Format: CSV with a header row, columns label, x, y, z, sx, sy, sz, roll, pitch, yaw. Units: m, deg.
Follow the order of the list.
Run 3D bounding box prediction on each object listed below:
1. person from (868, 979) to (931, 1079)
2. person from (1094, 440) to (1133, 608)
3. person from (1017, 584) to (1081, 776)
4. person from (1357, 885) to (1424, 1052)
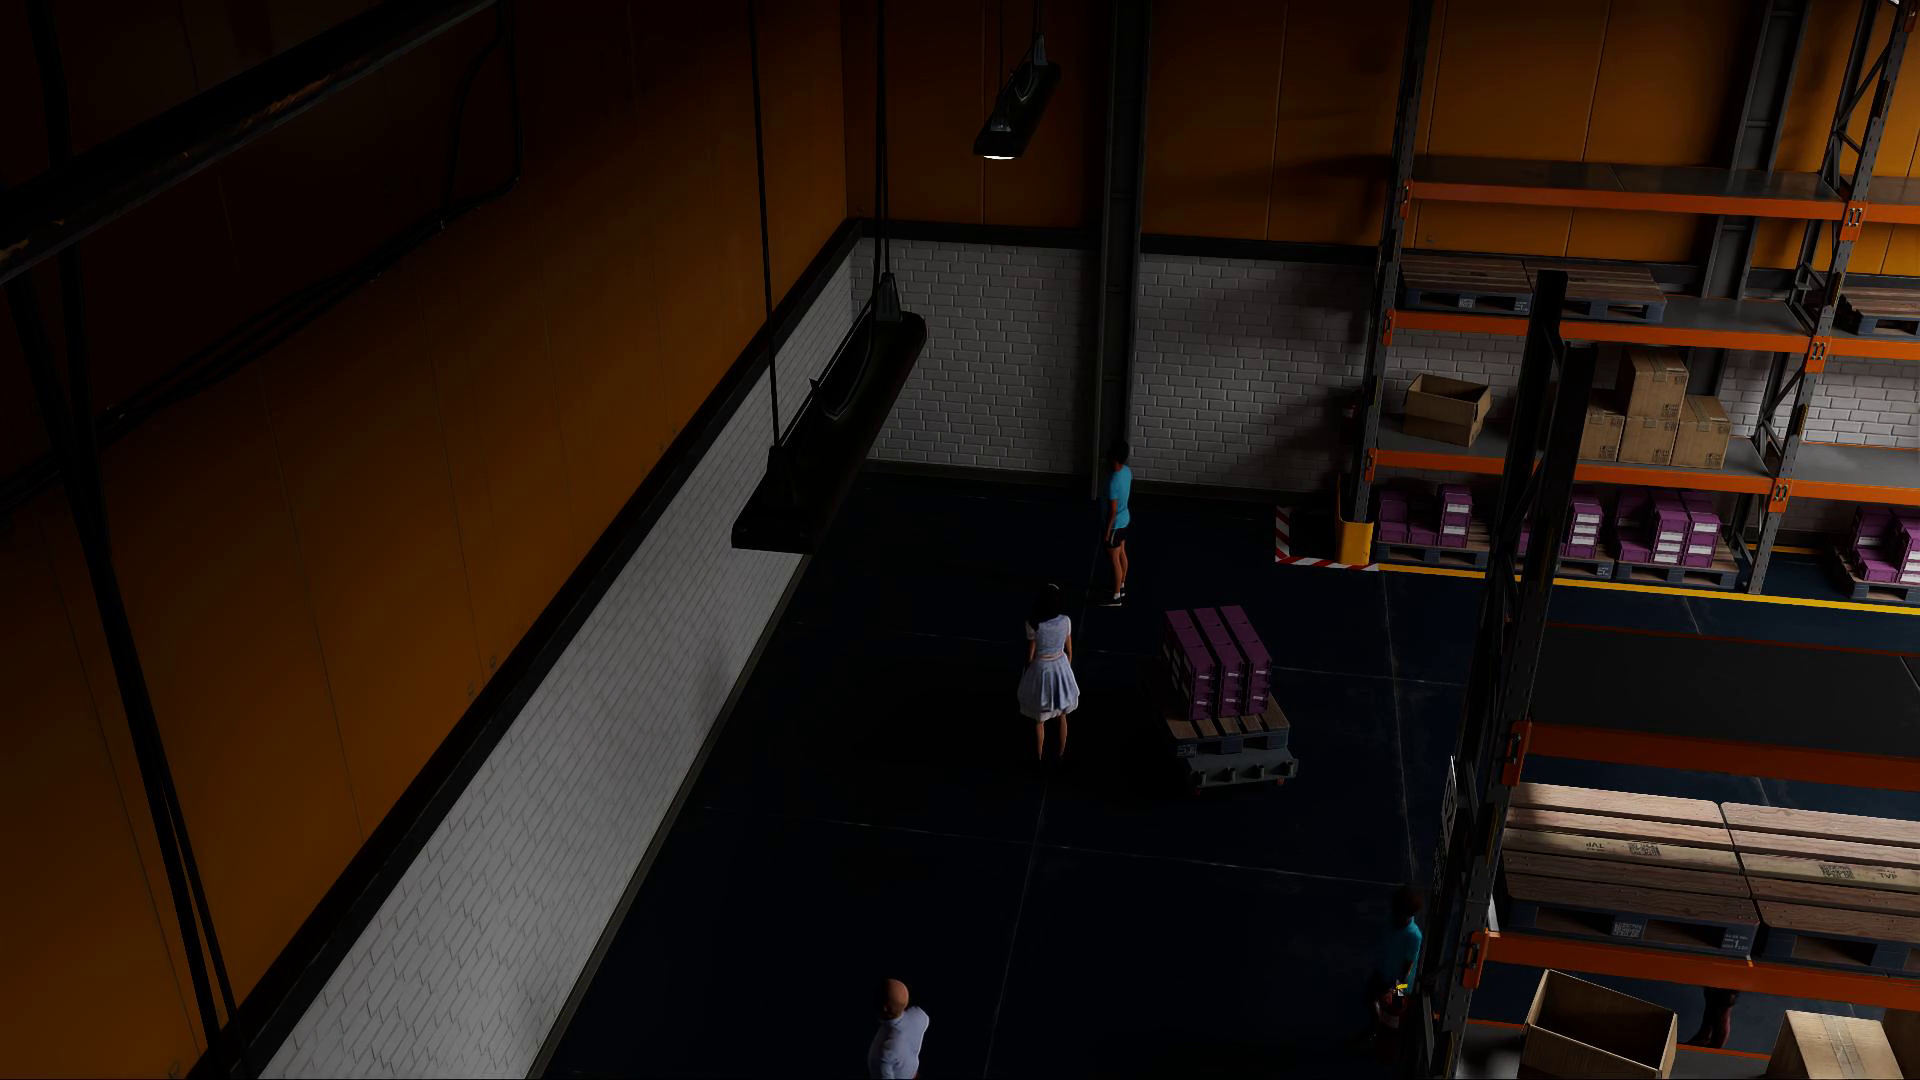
label,x,y,z,sx,sy,sz,roll,pitch,yaw
person,-0.380,3.341,10.011,0.670,1.791,0.705,14,32,24
person,1.547,-0.174,16.470,0.586,1.776,0.652,11,30,19
person,0.741,1.173,13.957,0.783,1.818,0.867,-5,29,-9
person,3.008,2.883,11.215,0.660,1.442,0.609,-14,32,-24
